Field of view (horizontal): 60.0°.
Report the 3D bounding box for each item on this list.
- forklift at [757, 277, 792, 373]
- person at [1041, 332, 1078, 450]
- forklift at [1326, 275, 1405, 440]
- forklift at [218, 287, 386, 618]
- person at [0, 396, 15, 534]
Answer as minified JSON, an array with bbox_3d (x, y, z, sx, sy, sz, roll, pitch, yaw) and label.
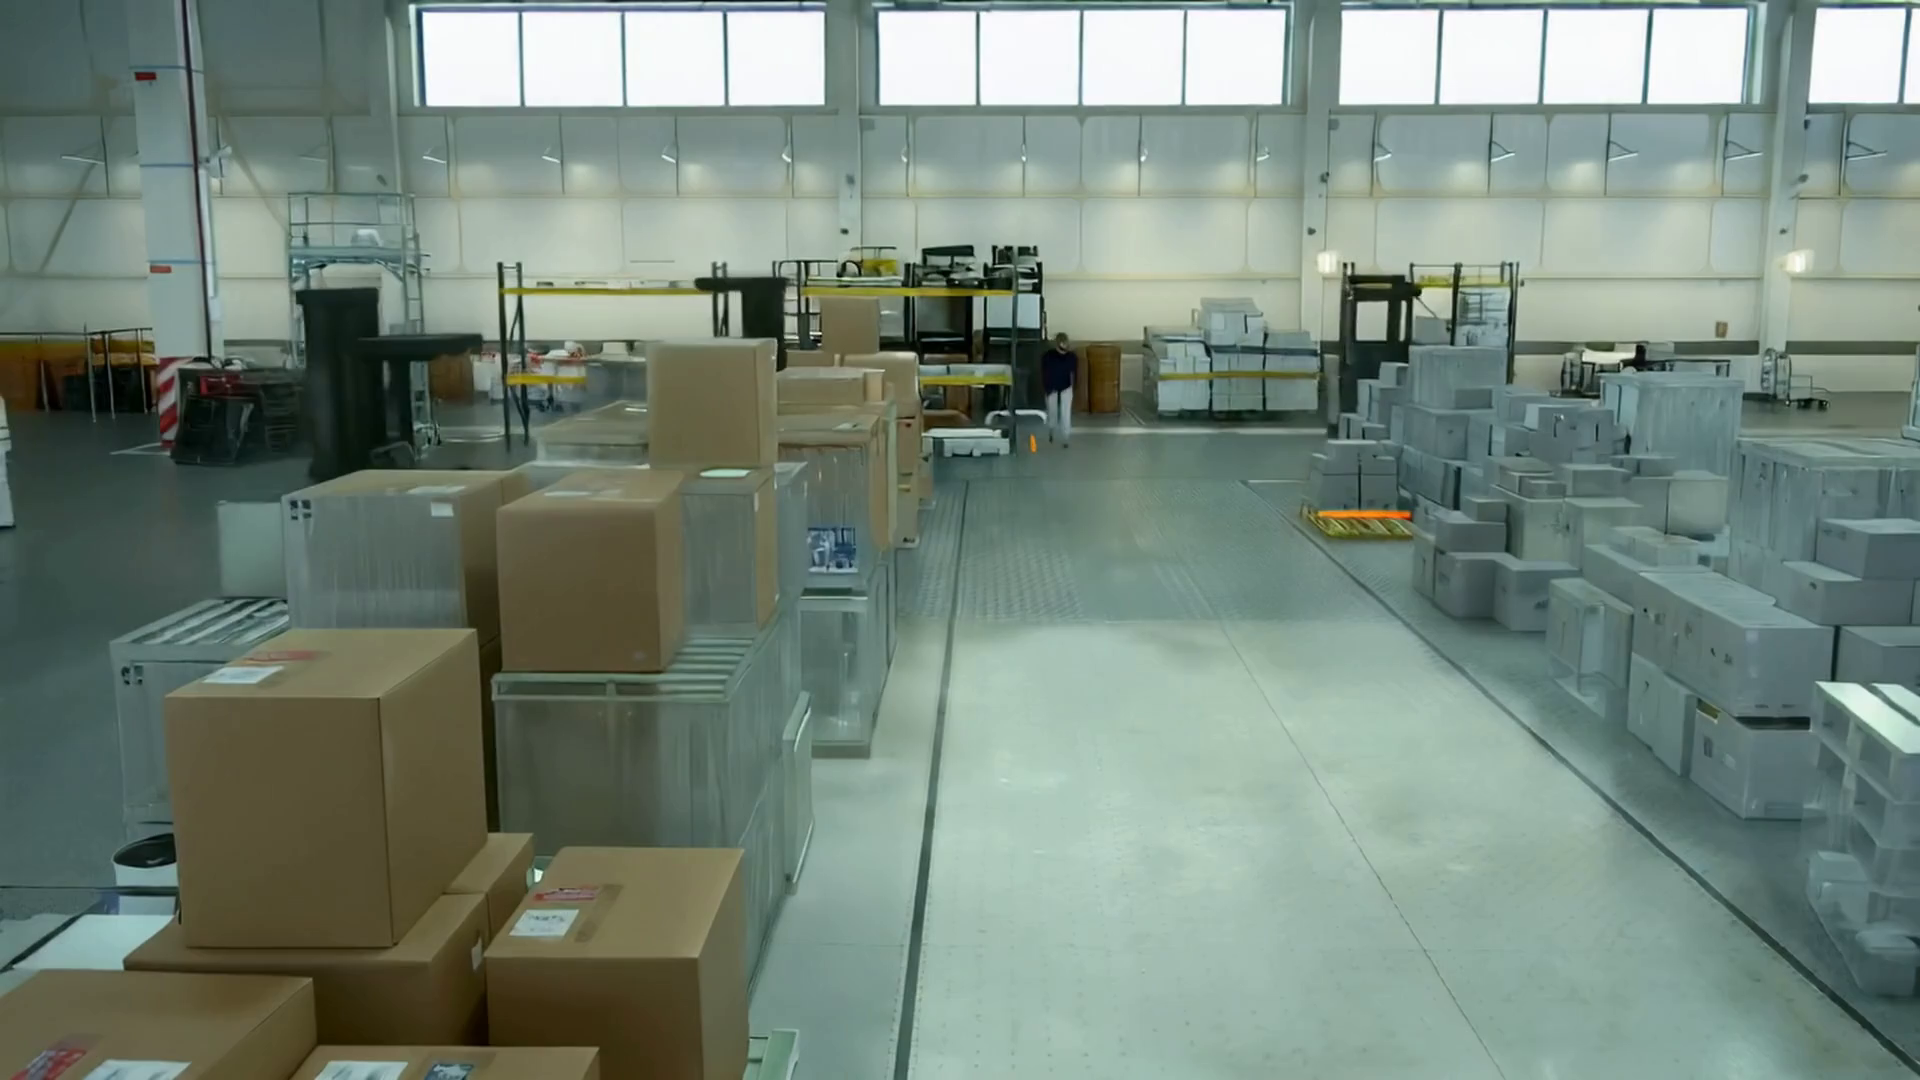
[{"bbox_3d":[-2.680,-2.403,24.028,1.873,2.768,1.129,0,9,1],"label":"forklift"},{"bbox_3d":[1.611,-2.446,27.185,0.624,1.918,0.832,-1,10,-6],"label":"person"},{"bbox_3d":[6.851,-3.018,27.714,1.129,2.768,1.873,0,9,1],"label":"forklift"},{"bbox_3d":[-5.119,-0.712,13.902,1.873,2.768,1.129,0,9,1],"label":"forklift"},{"bbox_3d":[-10.830,-0.997,18.623,0.357,1.877,0.583,-4,10,-21],"label":"person"}]
